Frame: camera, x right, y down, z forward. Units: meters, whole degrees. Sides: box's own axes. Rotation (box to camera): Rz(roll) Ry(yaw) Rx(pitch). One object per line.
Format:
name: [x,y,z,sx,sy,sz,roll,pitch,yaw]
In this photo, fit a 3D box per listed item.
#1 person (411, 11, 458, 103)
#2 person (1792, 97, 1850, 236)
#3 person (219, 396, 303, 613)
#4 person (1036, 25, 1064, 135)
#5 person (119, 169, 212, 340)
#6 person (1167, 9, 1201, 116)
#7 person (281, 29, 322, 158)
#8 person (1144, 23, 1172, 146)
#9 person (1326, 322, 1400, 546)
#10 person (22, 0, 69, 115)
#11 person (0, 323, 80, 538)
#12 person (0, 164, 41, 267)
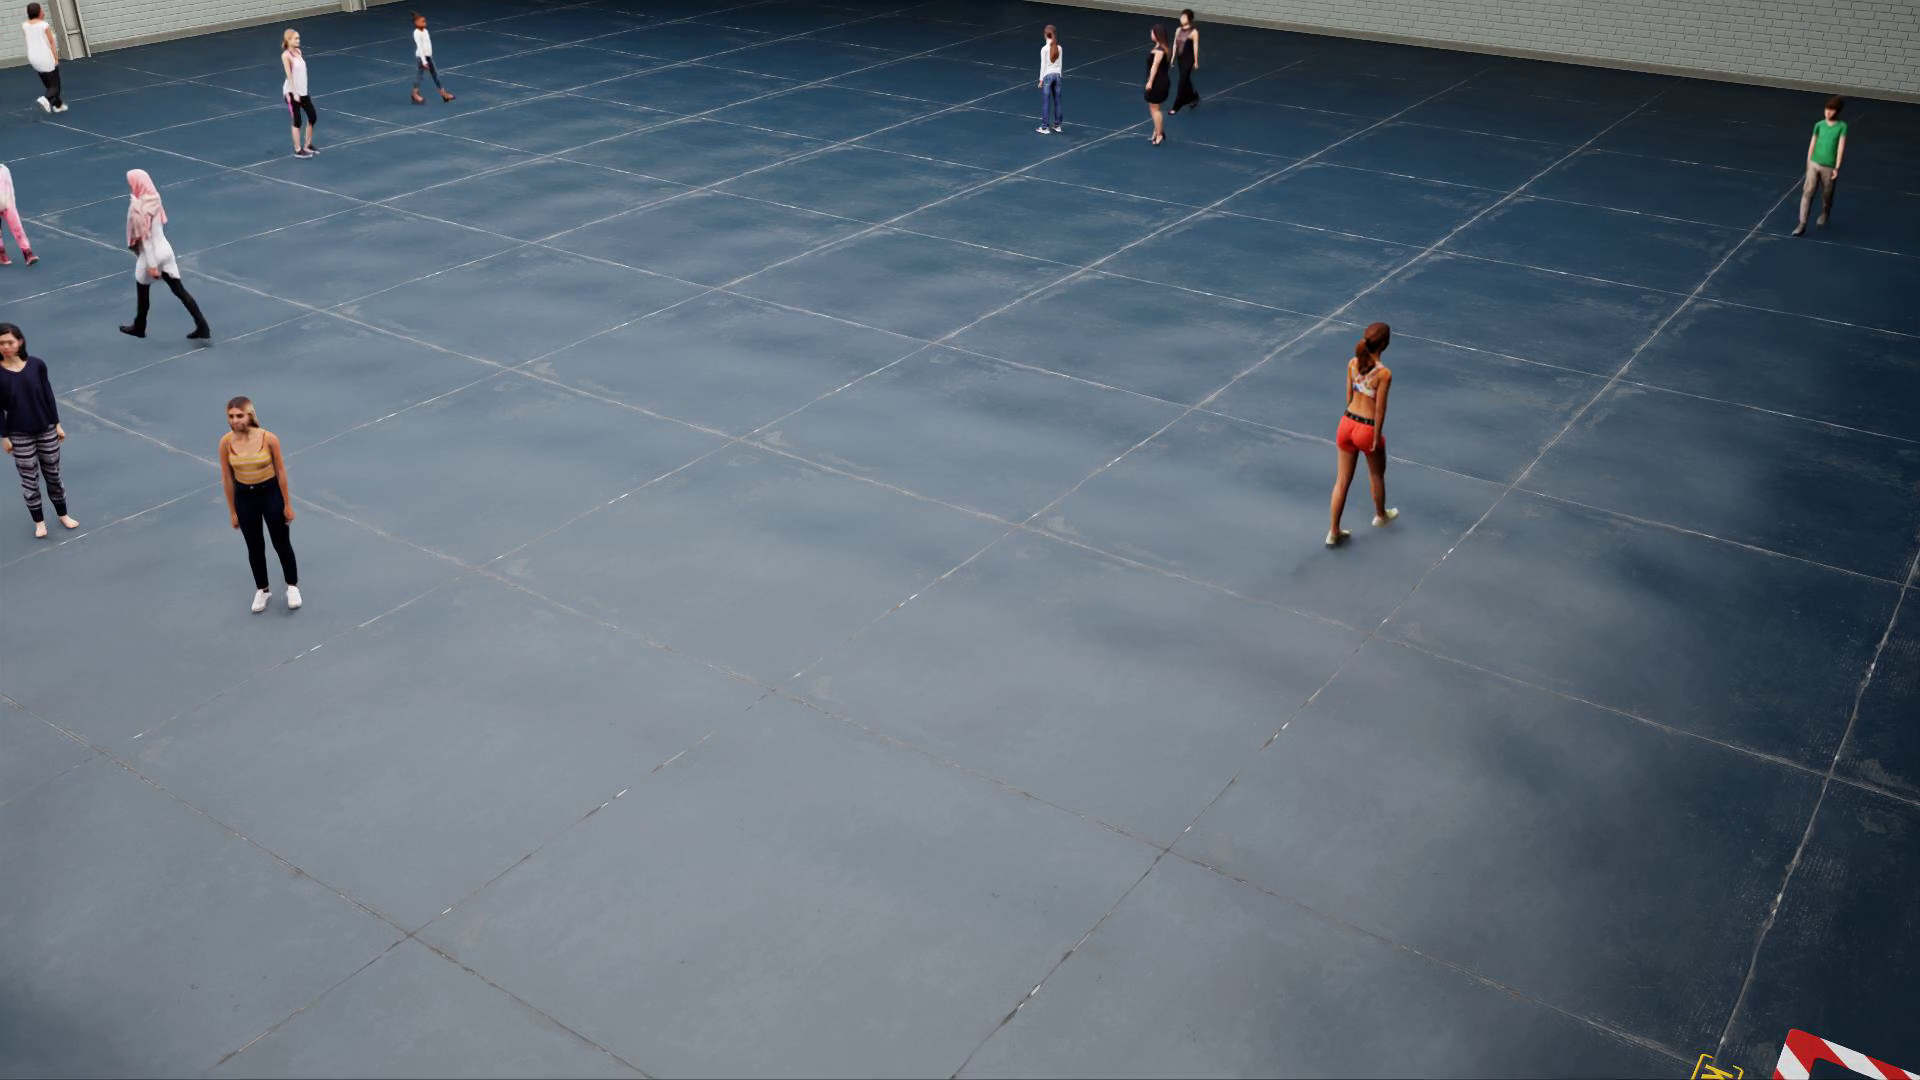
person: [-8.580,-7.634,26.417,0.881,1.413,1.010,5,28,9]
person: [10.502,-4.530,20.152,0.695,1.629,1.081,24,36,38]
person: [-4.992,-0.266,11.873,0.636,1.627,0.704,-6,28,-11]
person: [1.358,-6.865,24.765,0.588,1.558,0.680,-13,30,-23]
person: [-7.949,-2.789,16.643,1.100,1.747,1.231,3,27,6]
person: [3.559,-7.414,25.826,1.079,1.563,0.757,-21,34,-34]
person: [-9.408,-6.261,23.364,0.791,1.767,0.665,8,28,16]
person: [2.887,-6.563,24.007,0.790,1.714,0.632,8,28,16]
person: [3.006,-0.777,12.721,1.032,1.760,0.702,-24,36,-39]
person: [-14.199,-7.418,25.719,0.818,1.668,0.993,8,28,15]
person: [-7.234,-0.874,12.941,0.525,1.732,0.709,-23,35,-37]
person: [-11.021,-3.821,19.016,0.637,1.410,0.930,20,33,34]
